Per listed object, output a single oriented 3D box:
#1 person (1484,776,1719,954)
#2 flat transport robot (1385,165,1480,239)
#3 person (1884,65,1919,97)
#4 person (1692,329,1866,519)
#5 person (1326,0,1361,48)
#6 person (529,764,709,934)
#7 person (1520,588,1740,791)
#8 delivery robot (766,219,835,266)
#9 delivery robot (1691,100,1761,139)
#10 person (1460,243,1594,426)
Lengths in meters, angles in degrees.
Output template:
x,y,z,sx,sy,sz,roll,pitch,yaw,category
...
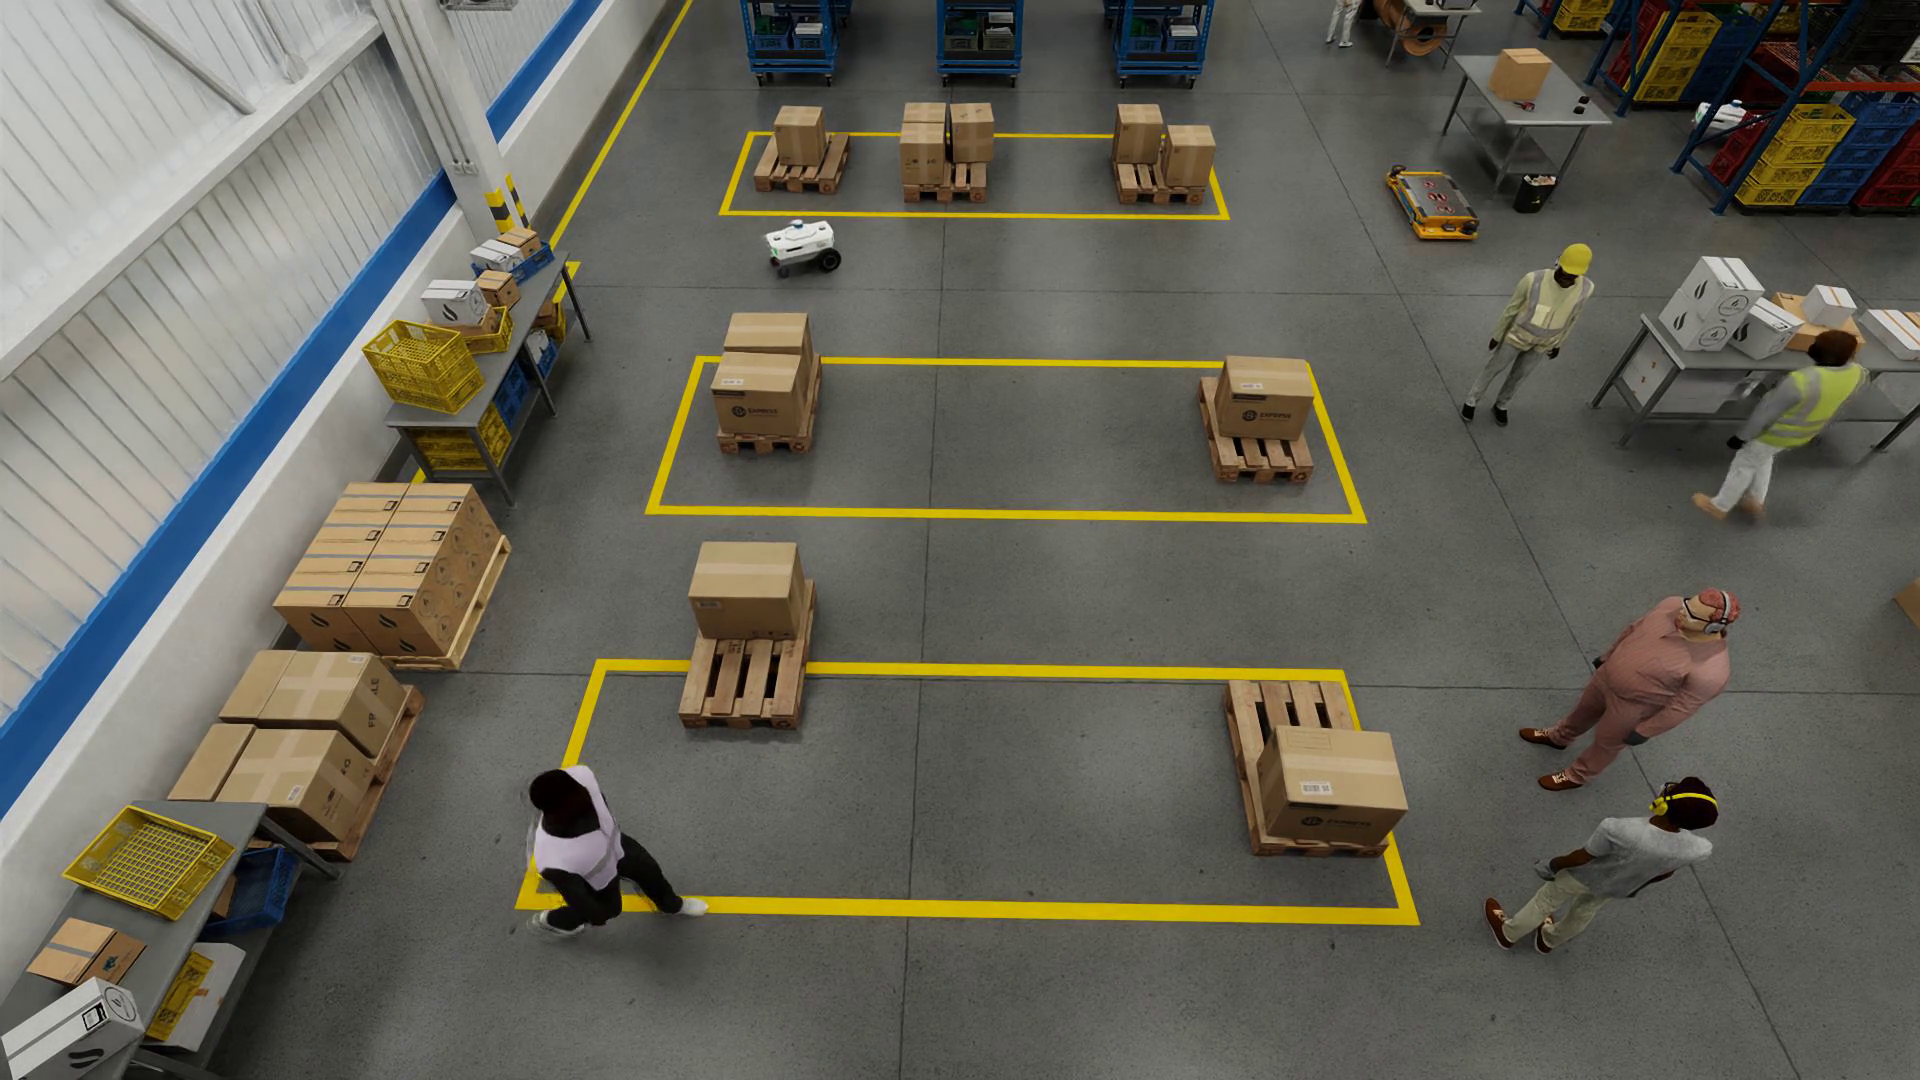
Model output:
x,y,z,sx,sy,sz,roll,pitch,yaw,category
3.420,1.782,4.926,0.520,1.866,0.326,8,50,7,person
5.692,-4.094,11.059,0.652,0.197,1.431,1,49,1,flat transport robot
13.707,-7.154,12.674,0.594,1.875,0.628,5,49,4,person
6.454,-0.865,7.255,0.664,1.815,0.454,-12,50,-10,person
5.944,-8.368,13.861,0.310,1.636,0.514,-31,56,-24,person
-2.017,1.738,4.946,0.872,1.891,0.599,0,49,0,person
4.105,0.926,5.640,0.409,1.907,0.651,3,49,3,person
-1.760,-3.297,10.123,0.707,0.478,0.477,-18,52,-15,delivery robot
10.079,-5.531,12.056,0.707,0.478,0.477,26,54,21,delivery robot
4.989,-1.771,8.022,0.597,1.831,0.403,9,50,8,person
